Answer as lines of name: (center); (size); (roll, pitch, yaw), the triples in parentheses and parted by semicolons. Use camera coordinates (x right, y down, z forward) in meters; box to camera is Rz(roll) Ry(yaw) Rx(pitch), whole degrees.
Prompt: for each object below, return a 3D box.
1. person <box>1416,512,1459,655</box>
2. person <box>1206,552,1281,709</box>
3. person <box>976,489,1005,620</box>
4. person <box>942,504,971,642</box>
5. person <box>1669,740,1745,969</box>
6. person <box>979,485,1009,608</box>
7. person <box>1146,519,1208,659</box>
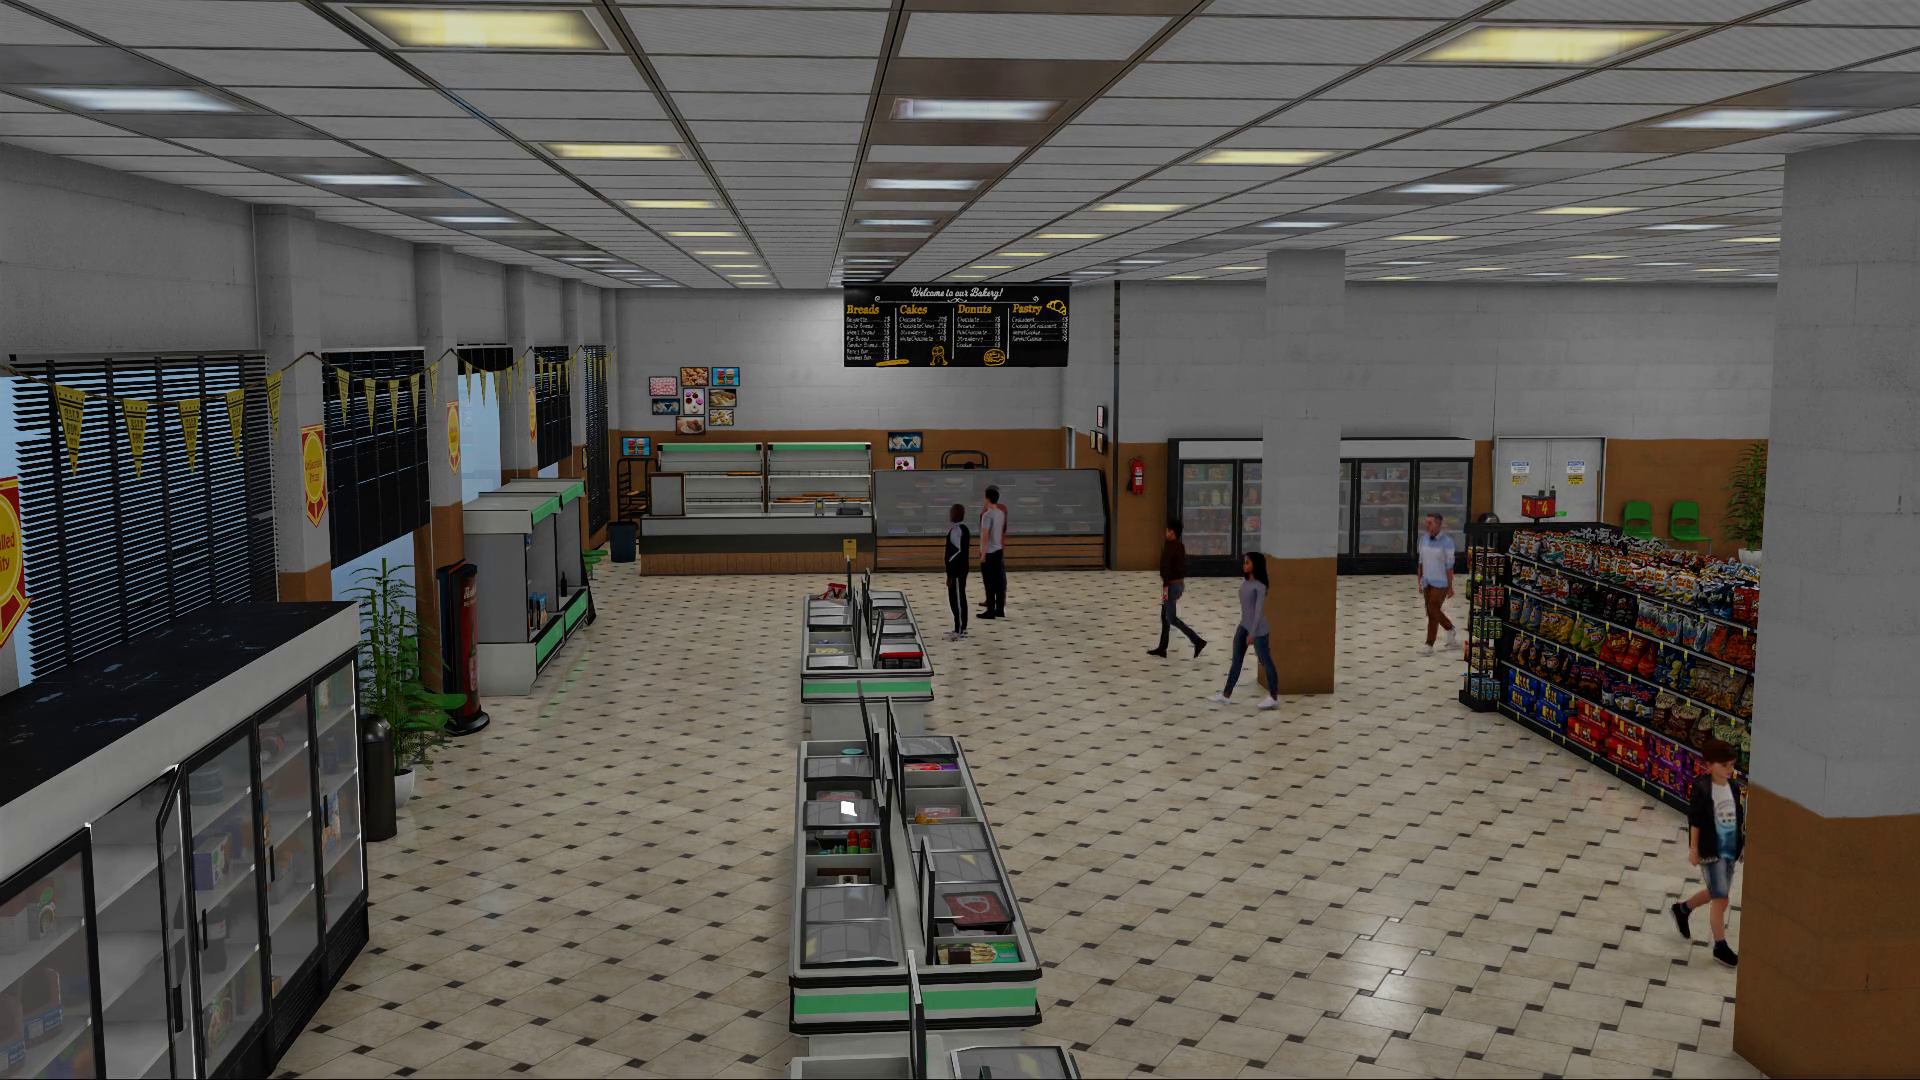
person: (6.148, 0.553, 21.271); (1.066, 1.798, 1.155); (-4, 8, -31)
person: (3.282, 0.999, 17.989); (0.805, 1.701, 1.017); (-2, 7, -16)
person: (0.462, 0.199, 23.935); (0.799, 1.863, 0.693); (4, 8, 28)
person: (-0.021, 0.418, 22.258); (0.788, 1.830, 0.632); (2, 7, 17)
person: (4.889, 2.001, 10.834); (0.714, 1.429, 0.966); (-3, 8, -23)
person: (0.510, 0.081, 25.043); (0.793, 1.831, 0.755); (7, 10, 44)
person: (2.735, 0.634, 20.763); (1.056, 1.759, 1.099); (3, 8, 27)
